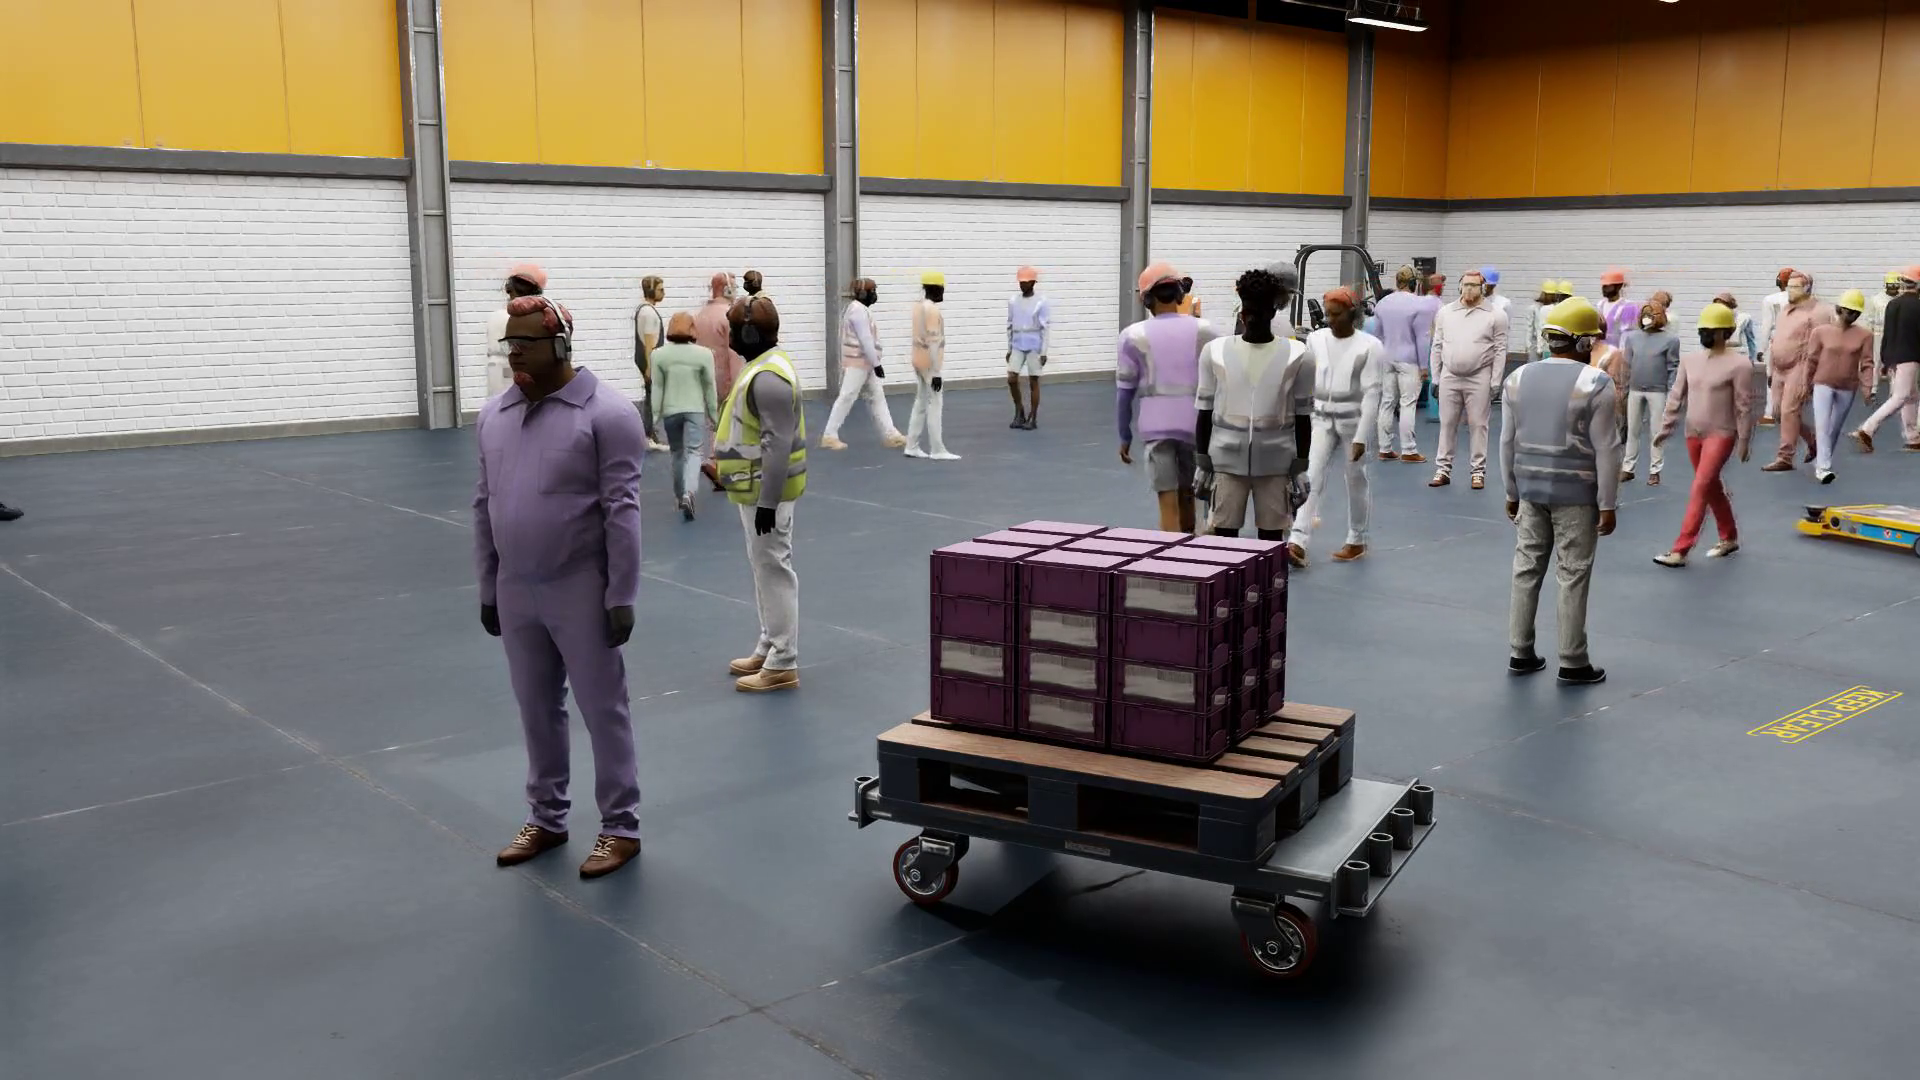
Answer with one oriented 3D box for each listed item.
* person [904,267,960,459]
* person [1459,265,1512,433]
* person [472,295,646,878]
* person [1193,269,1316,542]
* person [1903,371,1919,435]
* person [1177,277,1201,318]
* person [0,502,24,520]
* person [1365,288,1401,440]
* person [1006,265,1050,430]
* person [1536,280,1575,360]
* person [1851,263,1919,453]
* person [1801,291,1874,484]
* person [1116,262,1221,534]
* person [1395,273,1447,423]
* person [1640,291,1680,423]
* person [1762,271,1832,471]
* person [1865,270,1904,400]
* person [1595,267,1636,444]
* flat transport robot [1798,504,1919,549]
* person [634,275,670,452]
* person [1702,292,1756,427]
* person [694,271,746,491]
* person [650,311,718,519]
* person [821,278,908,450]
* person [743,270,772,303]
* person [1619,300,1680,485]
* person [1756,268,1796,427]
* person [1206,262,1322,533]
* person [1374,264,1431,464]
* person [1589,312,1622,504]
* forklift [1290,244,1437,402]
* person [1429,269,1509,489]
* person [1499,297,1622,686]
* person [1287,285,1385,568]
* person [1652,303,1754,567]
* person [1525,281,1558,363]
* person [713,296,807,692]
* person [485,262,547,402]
[{"bbox_3d":[-0.295,-1.754,16.597,0.426,1.938,0.601,-3,10,-16],"label":"person"},{"bbox_3d":[5.960,-2.177,19.034,0.625,1.923,0.529,4,11,24],"label":"person"},{"bbox_3d":[-1.335,0.155,5.464,0.647,1.900,0.403,4,11,24],"label":"person"},{"bbox_3d":[1.476,-0.380,8.405,0.602,1.958,0.381,2,10,13],"label":"person"},{"bbox_3d":[10.717,-2.042,18.458,0.570,1.838,0.785,7,12,34],"label":"person"},{"bbox_3d":[3.640,-3.404,26.900,0.530,1.689,0.321,3,10,17],"label":"person"},{"bbox_3d":[-7.738,-1.045,12.513,1.004,1.894,0.565,-2,10,-13],"label":"person"},{"bbox_3d":[4.674,-1.915,18.190,0.576,1.676,0.405,8,12,38],"label":"person"},{"bbox_3d":[0.758,-2.223,19.300,0.579,1.918,0.530,5,11,26],"label":"person"},{"bbox_3d":[7.512,-2.390,20.851,0.517,1.725,0.751,5,11,28],"label":"person"},{"bbox_3d":[9.648,-1.854,17.052,0.947,1.962,0.631,-1,10,-5],"label":"person"},{"bbox_3d":[7.800,-1.347,14.768,0.541,1.705,0.934,3,10,15],"label":"person"},{"bbox_3d":[1.255,-0.641,9.870,0.689,1.975,0.985,-1,10,-5],"label":"person"},{"bbox_3d":[5.584,-2.308,20.112,0.676,1.818,0.592,-4,10,-22],"label":"person"},{"bbox_3d":[8.472,-2.218,20.219,0.877,1.598,0.529,-9,13,-42],"label":"person"},{"bbox_3d":[7.953,-1.593,15.743,0.675,1.888,0.644,-2,10,-9],"label":"person"},{"bbox_3d":[13.008,-2.854,23.296,0.593,1.824,0.403,3,10,16],"label":"person"},{"bbox_3d":[6.861,-1.948,17.762,0.957,1.891,0.585,-4,10,-21],"label":"person"},{"bbox_3d":[6.632,-0.068,11.512,0.652,0.197,1.431,-3,10,-20],"label":"flat transport robot"},{"bbox_3d":[-3.133,-1.796,17.077,0.396,1.835,0.516,-4,10,-20],"label":"person"},{"bbox_3d":[8.897,-2.057,19.247,0.588,1.609,0.421,3,10,19],"label":"person"},{"bbox_3d":[-2.003,-1.341,14.219,0.442,1.891,0.669,-7,12,-35],"label":"person"},{"bbox_3d":[-2.152,-0.977,12.945,0.509,1.607,0.763,0,10,-2],"label":"person"},{"bbox_3d":[-1.011,-1.830,17.409,0.985,1.795,0.639,0,10,3],"label":"person"},{"bbox_3d":[-2.617,-2.500,21.159,0.429,1.845,0.620,-5,11,-28],"label":"person"},{"bbox_3d":[6.105,-1.303,14.757,0.283,1.633,0.501,-9,13,-44],"label":"person"},{"bbox_3d":[9.761,-2.276,19.729,0.572,1.883,0.354,0,10,0],"label":"person"},{"bbox_3d":[2.245,-1.048,12.074,0.938,2.000,0.781,-3,10,-19],"label":"person"},{"bbox_3d":[4.329,-1.717,16.288,0.371,1.940,0.627,-7,12,-36],"label":"person"},{"bbox_3d":[4.932,-0.986,13.013,0.847,1.595,0.528,-8,12,-39],"label":"person"},{"bbox_3d":[5.256,-2.933,22.661,2.313,2.155,1.214,3,10,16],"label":"forklift"},{"bbox_3d":[4.415,-1.399,14.513,0.642,1.913,0.410,5,11,28],"label":"person"},{"bbox_3d":[2.855,-0.229,7.890,0.404,1.831,0.600,-8,12,-38],"label":"person"},{"bbox_3d":[2.403,-0.715,10.740,0.620,1.829,0.987,8,12,39],"label":"person"},{"bbox_3d":[4.932,-0.690,10.936,0.929,1.720,0.538,-5,11,-26],"label":"person"},{"bbox_3d":[7.756,-2.586,22.094,0.489,1.698,0.888,3,10,18],"label":"person"},{"bbox_3d":[-0.933,-0.215,7.788,0.430,1.840,0.626,-2,10,-10],"label":"person"},{"bbox_3d":[-3.022,-0.867,11.226,0.353,1.986,0.836,5,11,25],"label":"person"}]
